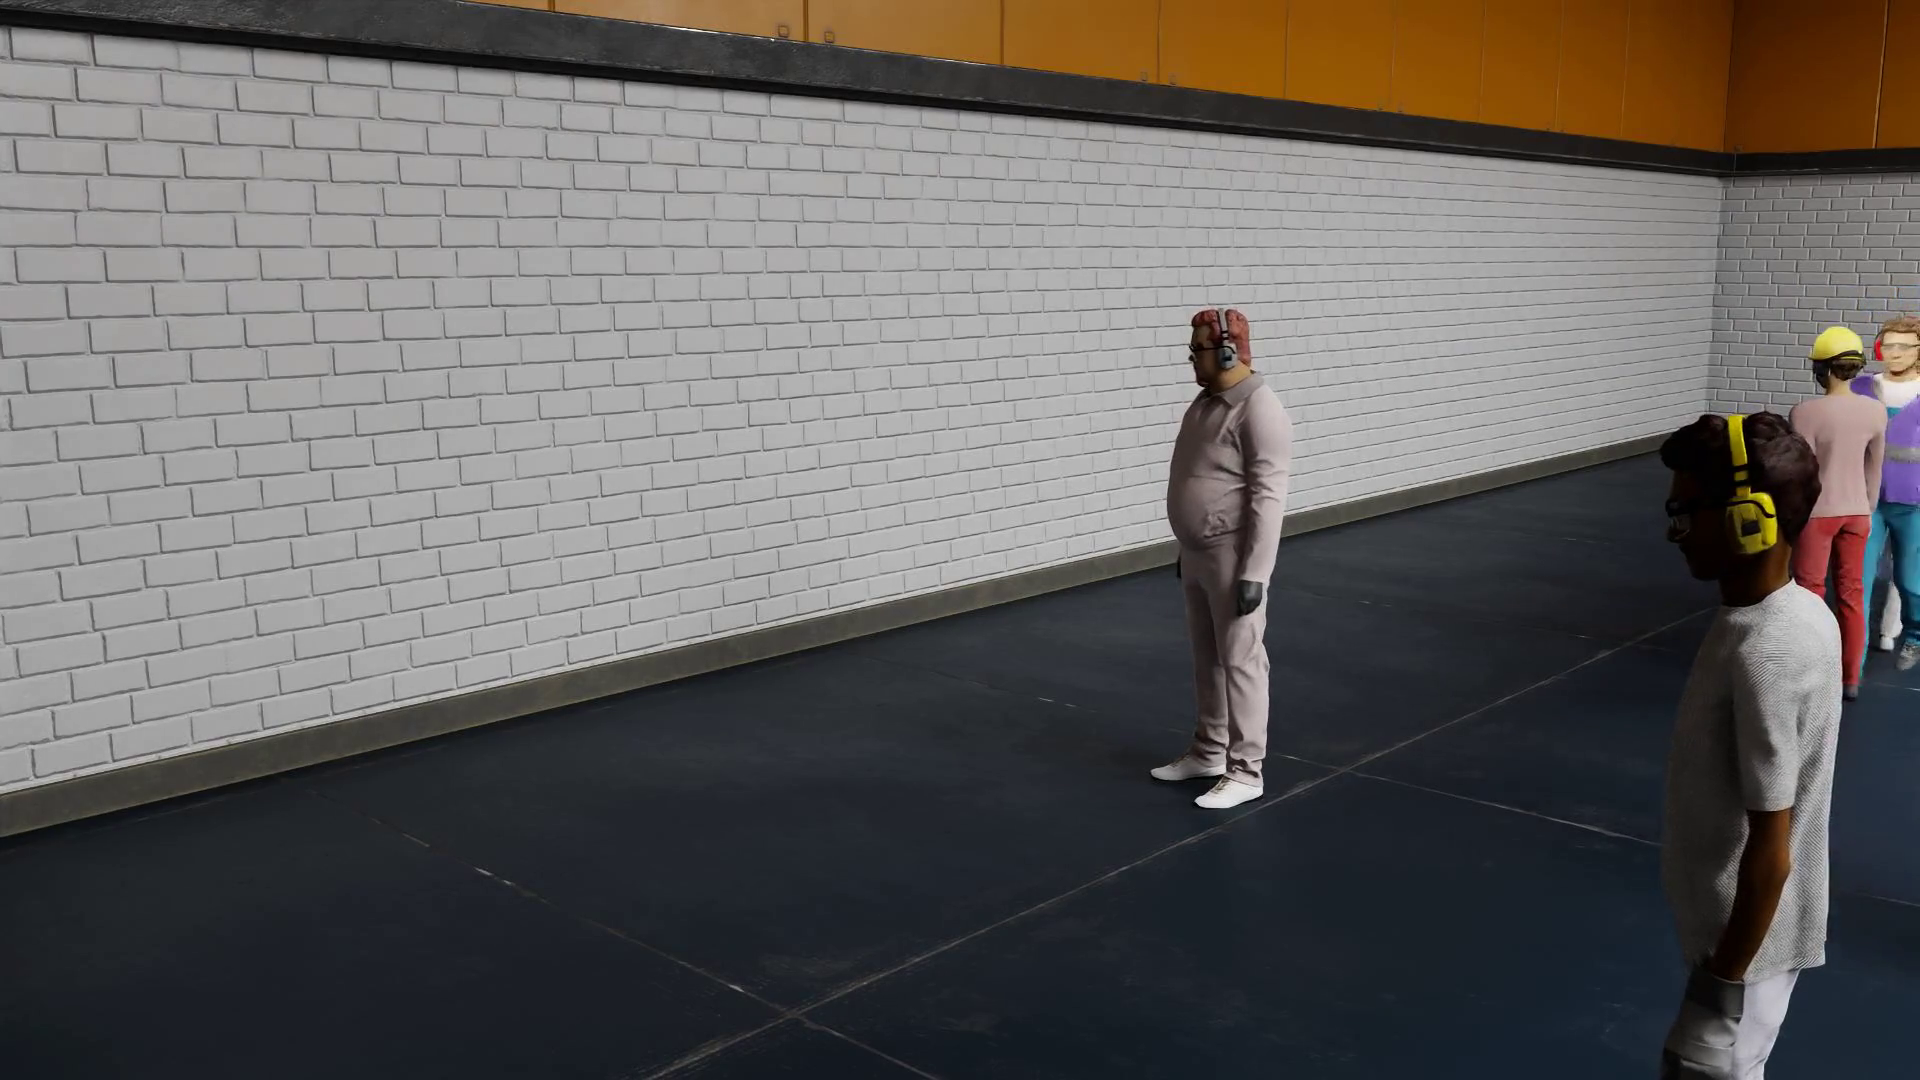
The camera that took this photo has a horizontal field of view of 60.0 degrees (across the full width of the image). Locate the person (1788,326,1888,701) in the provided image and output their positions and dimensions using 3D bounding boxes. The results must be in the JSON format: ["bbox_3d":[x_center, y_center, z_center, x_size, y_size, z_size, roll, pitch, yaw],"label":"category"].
[{"bbox_3d":[4.046,-0.109,7.785,0.533,1.767,0.326,-3,10,-15],"label":"person"}]

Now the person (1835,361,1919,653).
[{"bbox_3d":[4.977,-0.203,8.772,0.594,1.610,0.366,4,11,24],"label":"person"}]

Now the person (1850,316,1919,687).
[{"bbox_3d":[4.545,-0.184,8.082,0.576,1.816,0.865,9,14,42],"label":"person"}]

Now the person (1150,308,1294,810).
[{"bbox_3d":[0.988,0.071,6.378,0.403,1.904,0.637,-3,10,-16],"label":"person"}]

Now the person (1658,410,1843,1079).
[{"bbox_3d":[1.300,0.708,2.855,0.329,1.865,0.516,5,11,27],"label":"person"}]
